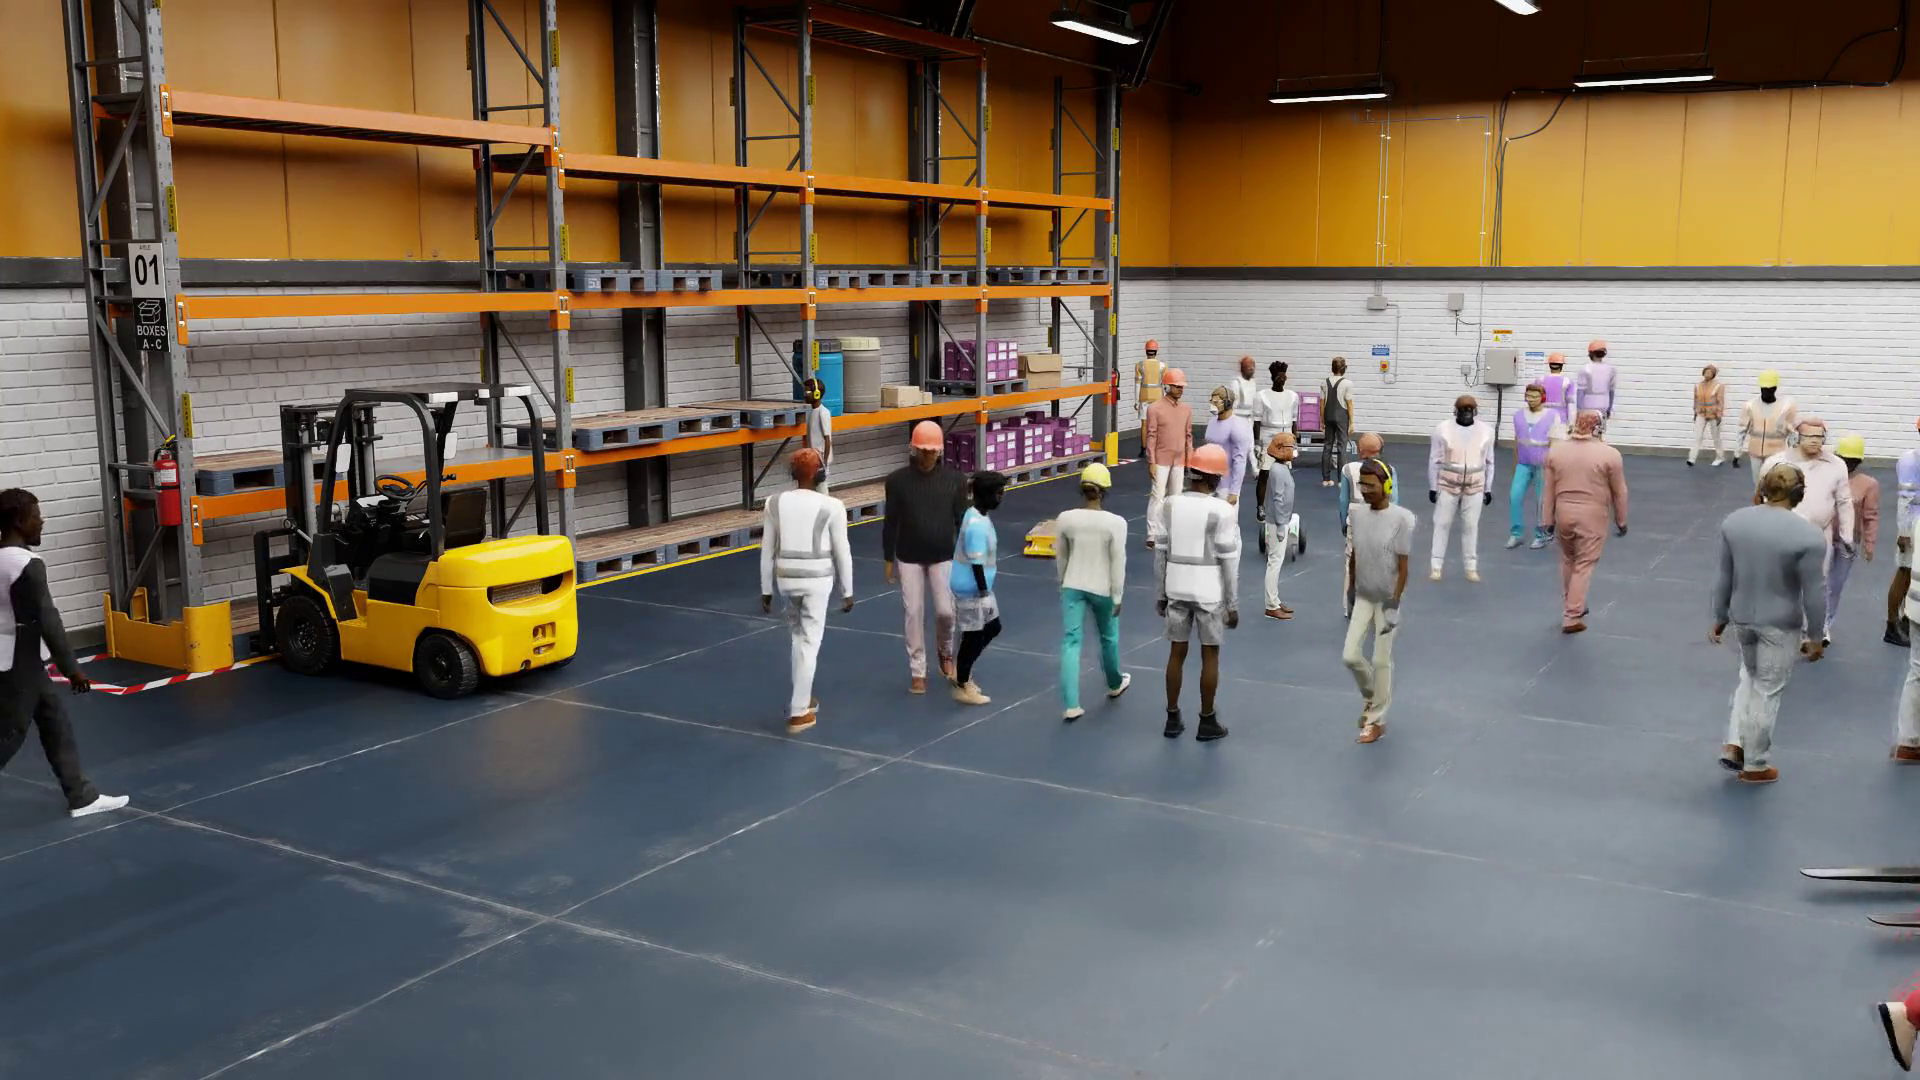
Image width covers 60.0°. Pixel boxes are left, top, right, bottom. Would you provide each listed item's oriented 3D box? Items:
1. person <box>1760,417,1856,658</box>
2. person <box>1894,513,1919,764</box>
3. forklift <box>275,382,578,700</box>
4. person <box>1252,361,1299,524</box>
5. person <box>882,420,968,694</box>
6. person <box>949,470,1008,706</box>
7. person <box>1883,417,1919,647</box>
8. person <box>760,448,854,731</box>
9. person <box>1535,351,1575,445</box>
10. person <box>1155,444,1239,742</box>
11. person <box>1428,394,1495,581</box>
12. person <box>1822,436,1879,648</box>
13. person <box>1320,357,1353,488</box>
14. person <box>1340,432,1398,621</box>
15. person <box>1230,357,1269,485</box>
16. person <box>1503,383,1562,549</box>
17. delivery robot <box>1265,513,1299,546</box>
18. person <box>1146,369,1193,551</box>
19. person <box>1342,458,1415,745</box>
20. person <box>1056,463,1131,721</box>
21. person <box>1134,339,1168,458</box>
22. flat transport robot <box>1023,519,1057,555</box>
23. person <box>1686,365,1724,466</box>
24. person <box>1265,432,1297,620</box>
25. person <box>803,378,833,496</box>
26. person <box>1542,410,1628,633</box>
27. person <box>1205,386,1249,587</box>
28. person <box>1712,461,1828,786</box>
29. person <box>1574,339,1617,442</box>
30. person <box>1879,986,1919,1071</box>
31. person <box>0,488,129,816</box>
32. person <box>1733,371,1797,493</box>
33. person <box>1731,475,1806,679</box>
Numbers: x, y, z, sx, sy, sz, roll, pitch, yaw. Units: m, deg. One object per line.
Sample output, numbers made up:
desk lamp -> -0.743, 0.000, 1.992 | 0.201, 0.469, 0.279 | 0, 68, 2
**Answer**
person -> 6.628, -0.021, 13.069 | 0.690, 1.896, 0.408 | 1, 9, 5
person -> 6.025, 0.445, 10.063 | 0.614, 1.922, 0.630 | 0, 9, -3
forklift -> -3.974, -0.067, 12.417 | 2.313, 2.155, 1.214 | 5, 11, 30
person -> 3.810, -1.179, 20.066 | 0.605, 1.966, 0.367 | -3, 10, -18
person -> -0.247, 0.117, 11.962 | 0.636, 1.979, 0.513 | 0, 9, 1
person -> 0.130, 0.342, 11.475 | 0.405, 1.664, 0.561 | 1, 9, 6
person -> 7.790, -0.103, 13.440 | 0.552, 1.935, 0.373 | -5, 11, -30
person -> -0.986, 0.309, 11.097 | 0.596, 1.854, 0.718 | 3, 10, 19
person -> 8.295, -1.675, 23.257 | 0.551, 1.935, 0.372 | 5, 10, 27
person -> 1.536, 0.346, 10.739 | 0.571, 1.926, 0.369 | 6, 11, 33
person -> 4.893, -0.508, 16.270 | 0.632, 1.842, 0.429 | 1, 9, 7
person -> 7.022, 0.028, 13.270 | 0.536, 1.713, 0.921 | 3, 9, 17
person -> 5.298, -1.649, 23.375 | 0.504, 1.847, 0.345 | 8, 12, 40
person -> 3.540, -0.112, 14.431 | 0.517, 1.638, 0.308 | 6, 11, 33
person -> 4.060, -1.702, 23.790 | 0.651, 1.822, 0.985 | -8, 12, -40
person -> 6.200, -0.784, 18.065 | 0.681, 1.820, 0.575 | -9, 13, -44
delivery robot -> 3.432, -0.141, 17.689 | 0.477, 0.478, 0.707 | 2, 9, 12
person -> 2.282, -0.866, 18.068 | 0.617, 1.990, 0.399 | -6, 11, -32
person -> 2.651, 0.397, 10.620 | 0.497, 1.846, 0.462 | 9, 13, 43
person -> 0.916, 0.330, 11.396 | 0.530, 1.712, 0.925 | 4, 10, 22
person -> 3.113, -2.305, 27.187 | 0.551, 1.934, 0.373 | 0, 9, -1
flat transport robot -> 1.123, -0.030, 18.173 | 0.652, 0.197, 1.431 | 2, 9, 11
person -> 11.649, -1.926, 25.895 | 0.886, 1.590, 0.551 | -7, 12, -38
person -> 2.813, -0.131, 14.559 | 0.282, 1.633, 0.500 | 2, 9, 14
person -> -1.561, -0.835, 18.219 | 0.327, 1.871, 0.514 | -3, 10, -19
person -> 5.339, -0.168, 14.104 | 0.896, 1.861, 0.633 | -9, 12, -43
person -> 2.511, -0.506, 15.955 | 0.372, 1.940, 0.632 | -4, 10, -22
person -> 4.747, 0.497, 9.728 | 0.442, 1.925, 0.657 | -5, 10, -28
person -> 9.541, -2.005, 25.039 | 0.620, 2.023, 0.504 | -1, 9, -4
person -> 3.848, 1.159, 6.181 | 0.741, 1.734, 0.531 | 0, 9, -1
person -> -5.064, 0.661, 8.894 | 0.610, 1.879, 0.998 | 8, 12, 43
person -> 9.305, -1.010, 19.287 | 0.622, 1.873, 0.987 | 8, 12, 41
person -> 5.810, 0.305, 11.970 | 0.512, 1.585, 0.882 | 5, 10, 28
